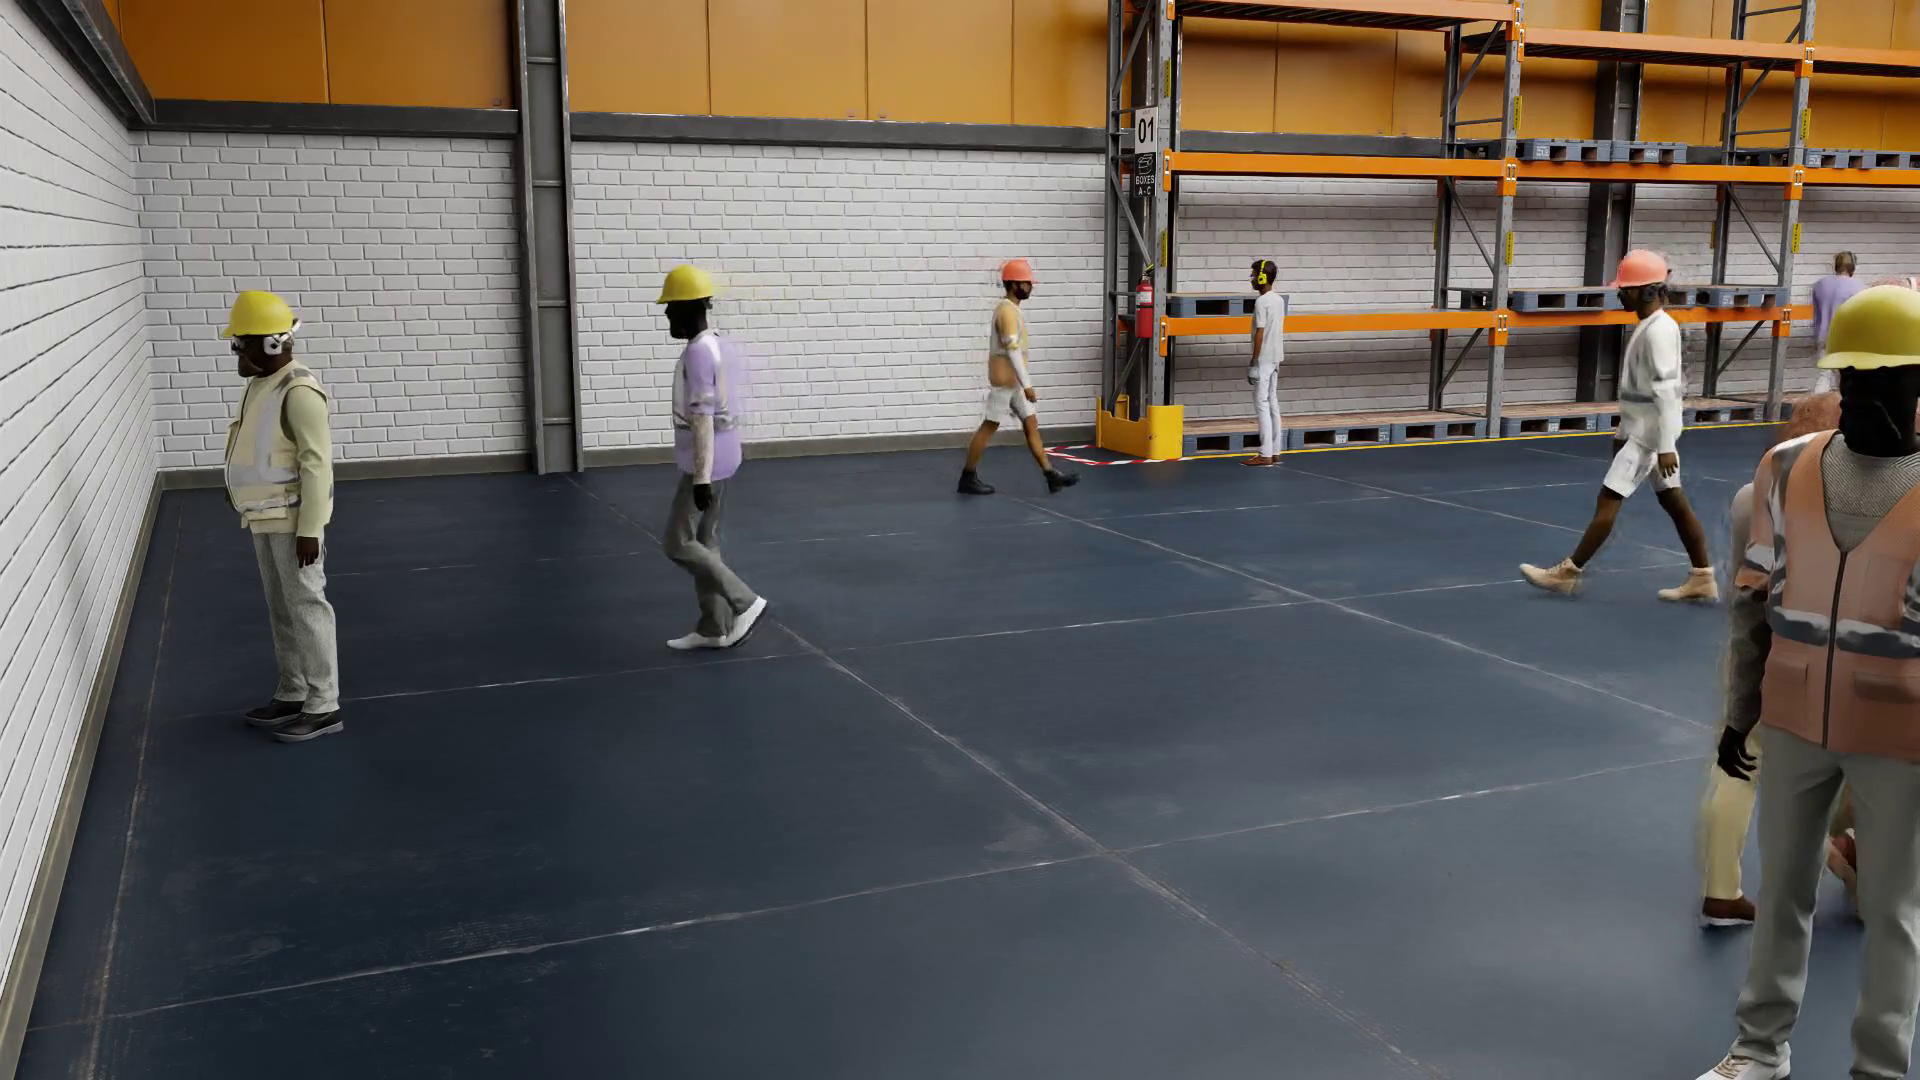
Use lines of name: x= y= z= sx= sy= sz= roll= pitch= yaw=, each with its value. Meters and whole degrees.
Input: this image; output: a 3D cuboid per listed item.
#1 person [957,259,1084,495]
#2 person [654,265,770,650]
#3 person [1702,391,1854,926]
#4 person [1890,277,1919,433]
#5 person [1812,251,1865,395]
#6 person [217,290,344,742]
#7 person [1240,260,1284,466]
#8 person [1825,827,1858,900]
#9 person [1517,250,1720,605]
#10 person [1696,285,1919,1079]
person: x=0.450 y=-1.281 z=13.240 sx=1.038 sy=1.878 sz=0.552 roll=1 pitch=10 yaw=8
person: x=-1.245 y=-0.377 z=8.116 sx=0.461 sy=1.907 sz=0.612 roll=0 pitch=10 yaw=-1
person: x=2.542 y=0.347 z=4.986 sx=0.890 sy=1.574 sz=0.513 roll=-7 pitch=12 yaw=-34
person: x=4.577 y=-0.369 z=8.259 sx=1.009 sy=1.863 sz=0.640 roll=2 pitch=10 yaw=10
person: x=9.495 y=-2.151 z=17.974 sx=0.480 sy=1.926 sz=0.635 roll=-5 pitch=11 yaw=-26
person: x=-2.769 y=-0.096 z=6.785 sx=0.404 sy=1.827 sz=0.600 roll=-9 pitch=13 yaw=-40
person: x=2.764 y=-1.597 z=15.063 sx=0.323 sy=1.863 sz=0.507 roll=6 pitch=12 yaw=32
person: x=3.020 y=0.217 z=4.661 sx=0.930 sy=1.968 sz=0.605 roll=2 pitch=10 yaw=9
person: x=3.760 y=-0.614 z=9.271 sx=1.101 sy=1.969 sz=0.649 roll=4 pitch=11 yaw=21
person: x=1.992 y=0.406 z=3.712 sx=0.370 sy=1.929 sz=0.585 roll=-8 pitch=13 yaw=-39
